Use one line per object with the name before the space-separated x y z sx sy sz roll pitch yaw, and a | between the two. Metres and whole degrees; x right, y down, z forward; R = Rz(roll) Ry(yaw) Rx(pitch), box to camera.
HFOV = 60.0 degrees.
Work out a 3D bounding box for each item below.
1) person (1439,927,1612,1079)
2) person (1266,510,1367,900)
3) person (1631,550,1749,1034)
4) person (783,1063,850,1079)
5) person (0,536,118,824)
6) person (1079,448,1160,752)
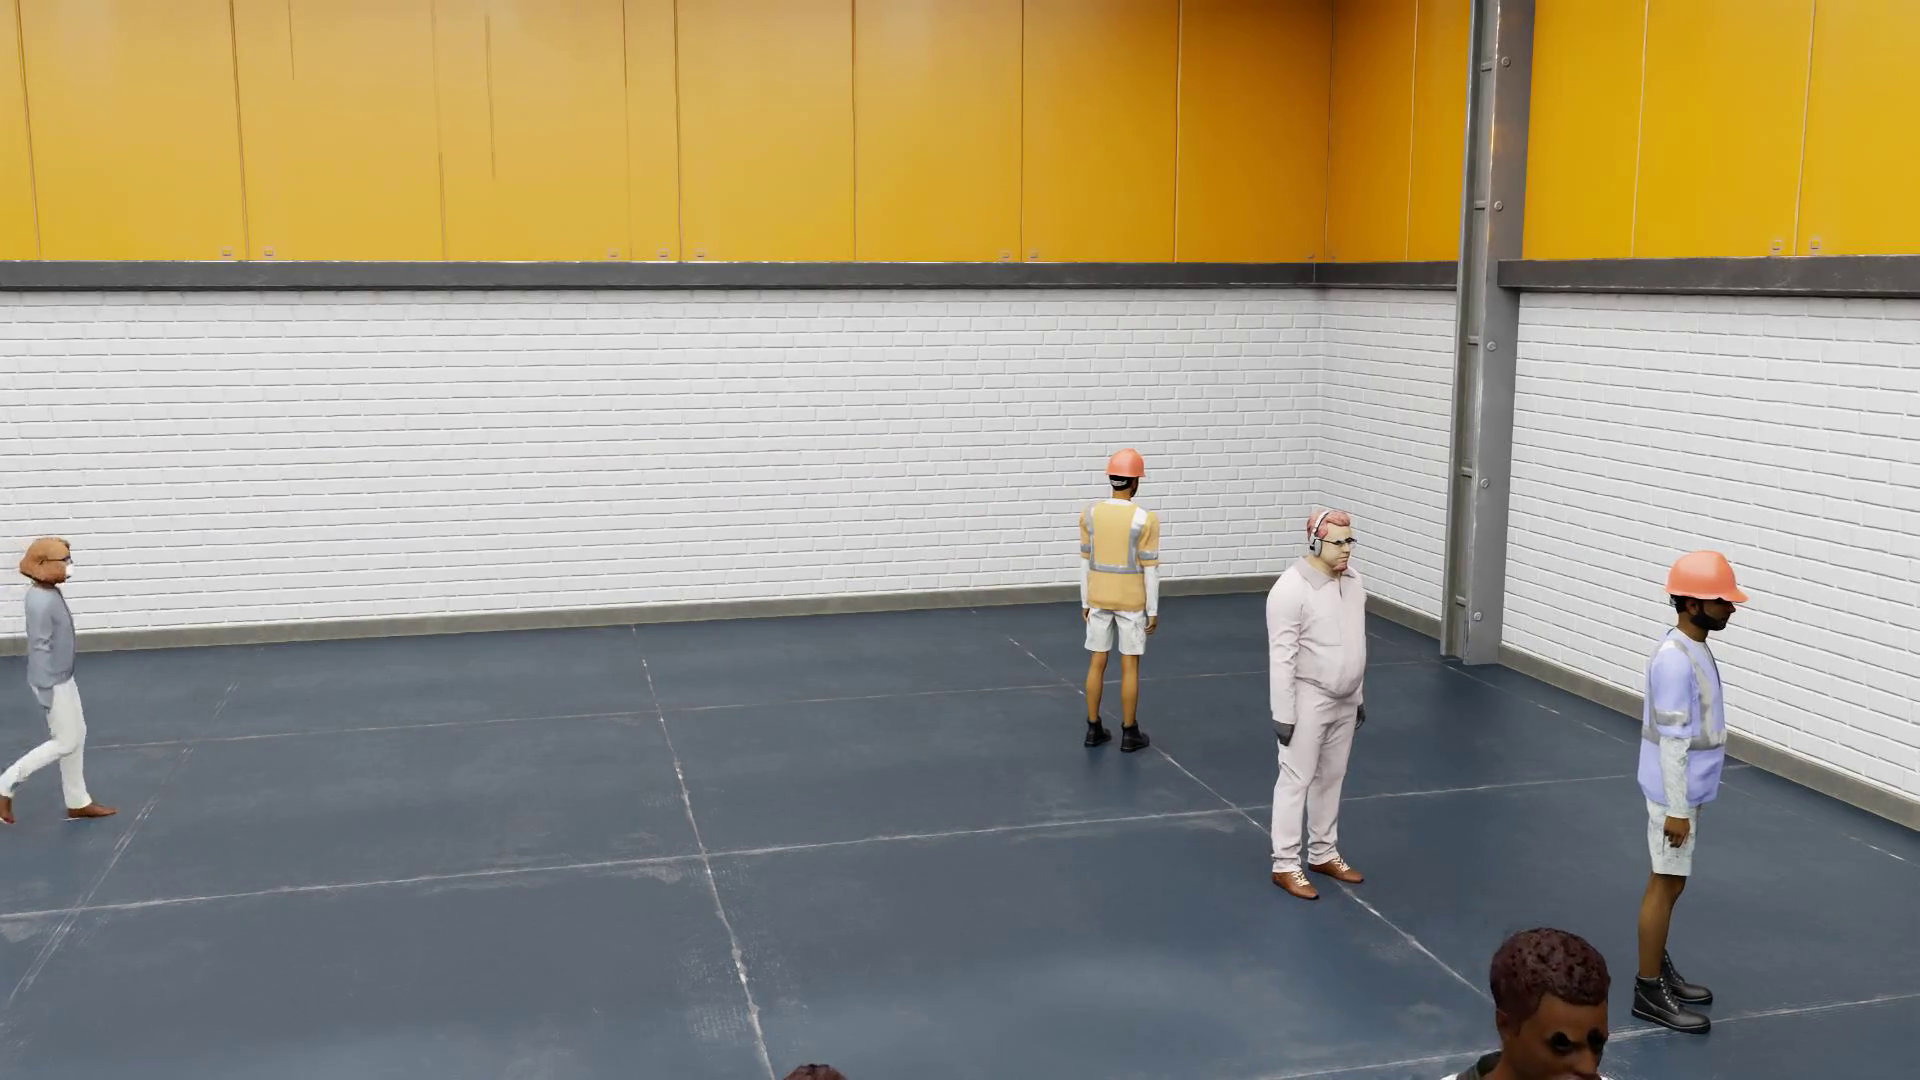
person | 0.989 1.607 3.004 0.635 1.903 0.456 -3 10 -20
person | 1.771 0.792 8.127 0.645 1.903 0.401 -8 12 -40
person | 2.935 0.996 6.723 0.357 1.937 0.551 5 10 27
person | -0.230 1.702 2.542 0.535 1.866 0.314 2 9 11
person | -5.000 0.782 9.075 0.550 1.618 0.504 -4 10 -21
person | 1.020 0.383 10.583 0.542 1.933 0.382 5 10 27
